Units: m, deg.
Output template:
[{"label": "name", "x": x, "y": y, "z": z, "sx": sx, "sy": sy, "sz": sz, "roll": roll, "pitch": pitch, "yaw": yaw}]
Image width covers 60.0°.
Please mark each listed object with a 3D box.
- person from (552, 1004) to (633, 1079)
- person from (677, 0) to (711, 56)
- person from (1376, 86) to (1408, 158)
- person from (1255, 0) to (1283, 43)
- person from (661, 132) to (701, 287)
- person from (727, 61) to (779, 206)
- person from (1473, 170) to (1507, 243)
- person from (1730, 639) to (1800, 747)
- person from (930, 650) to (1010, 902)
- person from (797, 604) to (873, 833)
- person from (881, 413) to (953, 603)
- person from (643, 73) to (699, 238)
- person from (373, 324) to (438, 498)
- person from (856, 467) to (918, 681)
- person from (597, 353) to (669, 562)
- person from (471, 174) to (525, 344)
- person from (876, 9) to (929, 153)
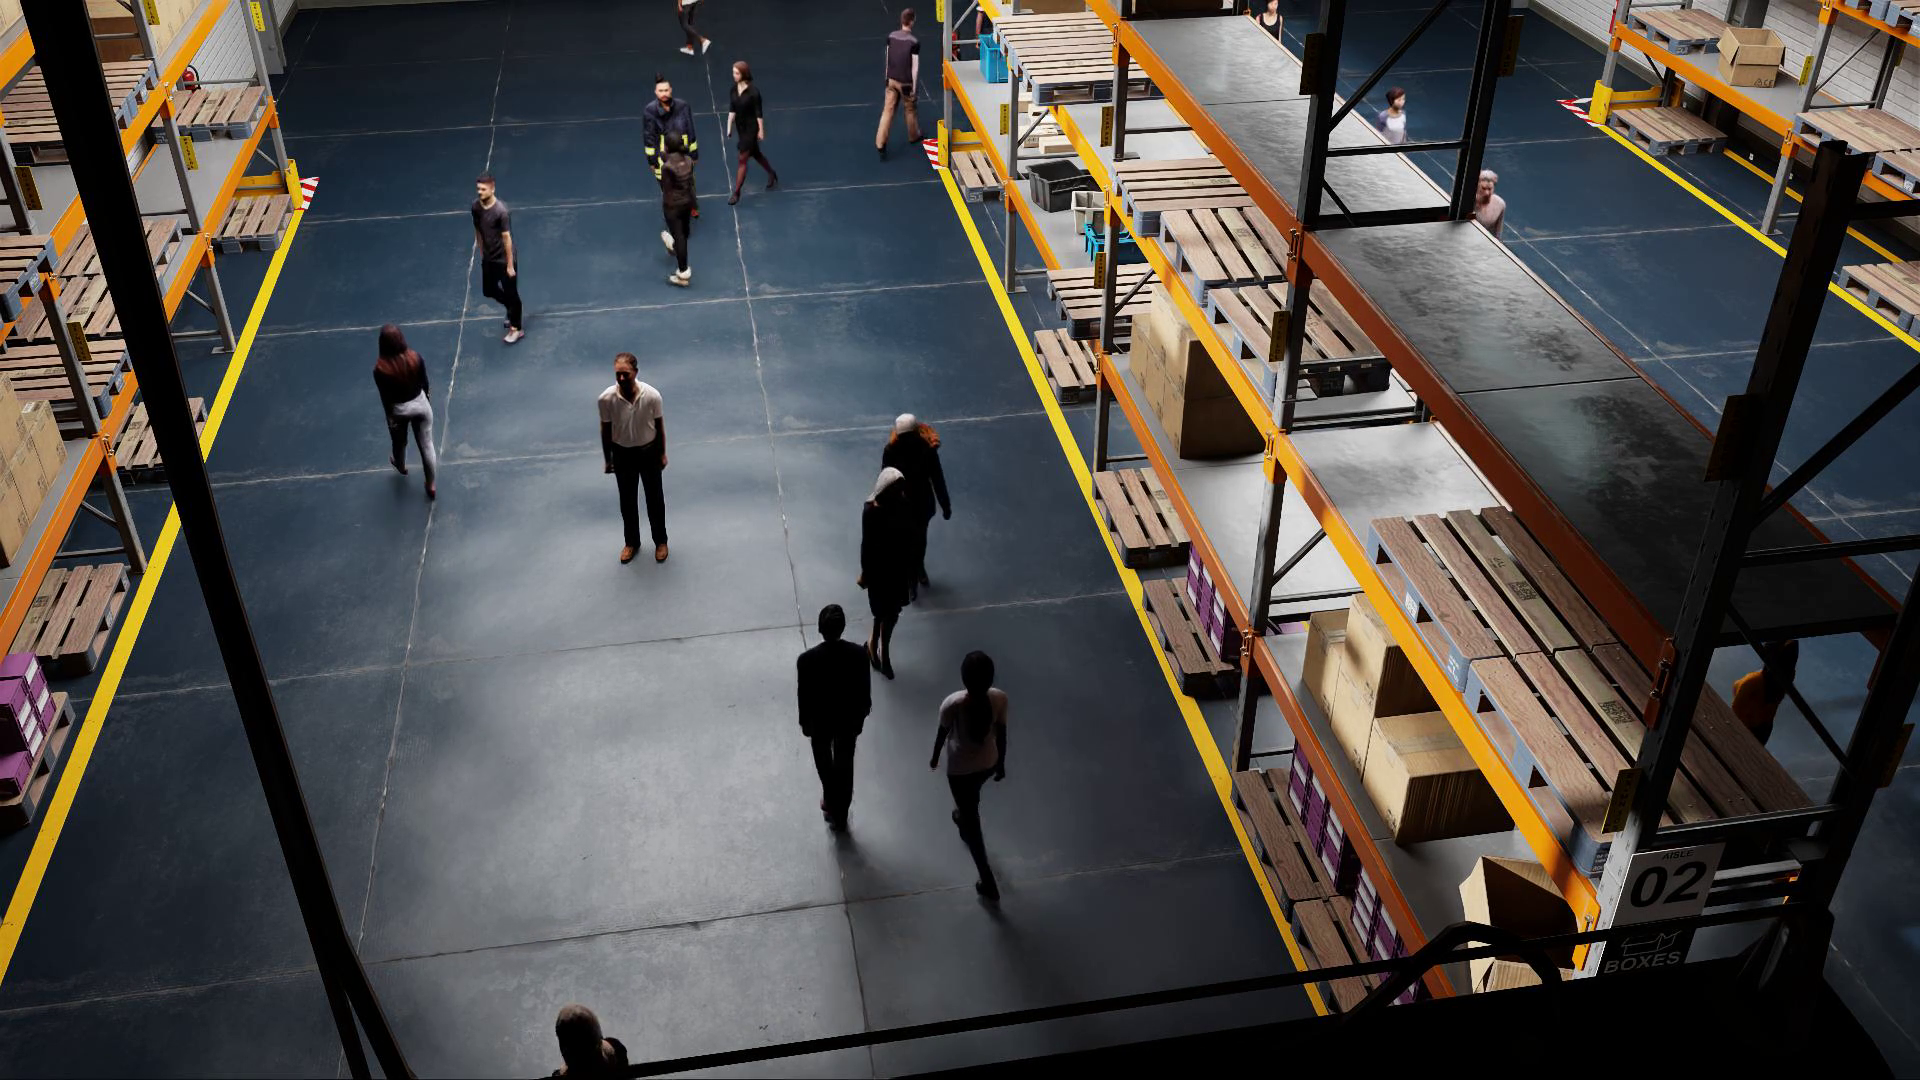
[{"label": "person", "x": -1.683, "y": 2.922, "z": 7.976, "sx": 0.908, "sy": 1.818, "sz": 0.830, "roll": 25, "pitch": 41, "yaw": 32}, {"label": "person", "x": -3.933, "y": -7.901, "z": 24.431, "sx": 0.946, "sy": 1.627, "sz": 0.916, "roll": 18, "pitch": 38, "yaw": 25}, {"label": "person", "x": 4.957, "y": -4.565, "z": 19.496, "sx": 0.801, "sy": 1.536, "sz": 1.014, "roll": -20, "pitch": 38, "yaw": -27}, {"label": "person", "x": 4.164, "y": -6.645, "z": 22.613, "sx": 0.543, "sy": 1.548, "sz": 0.514, "roll": -3, "pitch": 34, "yaw": -5}, {"label": "person", "x": -3.148, "y": -3.616, "z": 17.977, "sx": 1.126, "sy": 1.636, "sz": 0.966, "roll": -8, "pitch": 34, "yaw": -12}, {"label": "person", "x": -2.471, "y": -4.888, "z": 19.878, "sx": 1.092, "sy": 1.651, "sz": 1.120, "roll": 24, "pitch": 40, "yaw": 31}, {"label": "person", "x": 5.106, "y": -2.859, "z": 16.664, "sx": 0.894, "sy": 1.829, "sz": 1.279, "roll": 2, "pitch": 34, "yaw": 3}, {"label": "person", "x": 4.982, "y": 1.303, "z": 10.488, "sx": 0.760, "sy": 1.736, "sz": 1.059, "roll": -13, "pitch": 36, "yaw": -19}, {"label": "person", "x": 0.099, "y": 1.468, "z": 10.286, "sx": 0.784, "sy": 1.683, "sz": 1.174, "roll": -13, "pitch": 36, "yaw": -19}, {"label": "person", "x": -0.783, "y": 1.203, "z": 10.659, "sx": 0.649, "sy": 1.711, "sz": 0.607, "roll": -7, "pitch": 34, "yaw": -11}, {"label": "person", "x": -0.394, "y": -0.330, "z": 13.057, "sx": 0.735, "sy": 1.610, "sz": 0.700, "roll": -7, "pitch": 34, "yaw": -11}, {"label": "person", "x": -3.295, "y": -4.427, "z": 19.015, "sx": 0.821, "sy": 1.839, "sz": 0.921, "roll": -10, "pitch": 35, "yaw": -15}, {"label": "person", "x": -4.688, "y": -1.085, "z": 14.217, "sx": 0.817, "sy": 1.583, "sz": 1.018, "roll": -19, "pitch": 38, "yaw": -26}, {"label": "person", "x": -0.586, "y": 0.191, "z": 12.167, "sx": 0.785, "sy": 1.728, "sz": 0.858, "roll": -23, "pitch": 40, "yaw": -30}, {"label": "person", "x": -2.599, "y": -0.694, "z": 13.382, "sx": 0.695, "sy": 1.856, "sz": 0.609, "roll": -1, "pitch": 34, "yaw": -2}, {"label": "person", "x": -4.575, "y": -2.858, "z": 16.734, "sx": 0.815, "sy": 1.750, "sz": 0.870, "roll": 14, "pitch": 36, "yaw": 20}, {"label": "person", "x": -0.793, "y": -5.763, "z": 21.069, "sx": 1.271, "sy": 1.789, "sz": 1.327, "roll": 19, "pitch": 38, "yaw": 26}]
